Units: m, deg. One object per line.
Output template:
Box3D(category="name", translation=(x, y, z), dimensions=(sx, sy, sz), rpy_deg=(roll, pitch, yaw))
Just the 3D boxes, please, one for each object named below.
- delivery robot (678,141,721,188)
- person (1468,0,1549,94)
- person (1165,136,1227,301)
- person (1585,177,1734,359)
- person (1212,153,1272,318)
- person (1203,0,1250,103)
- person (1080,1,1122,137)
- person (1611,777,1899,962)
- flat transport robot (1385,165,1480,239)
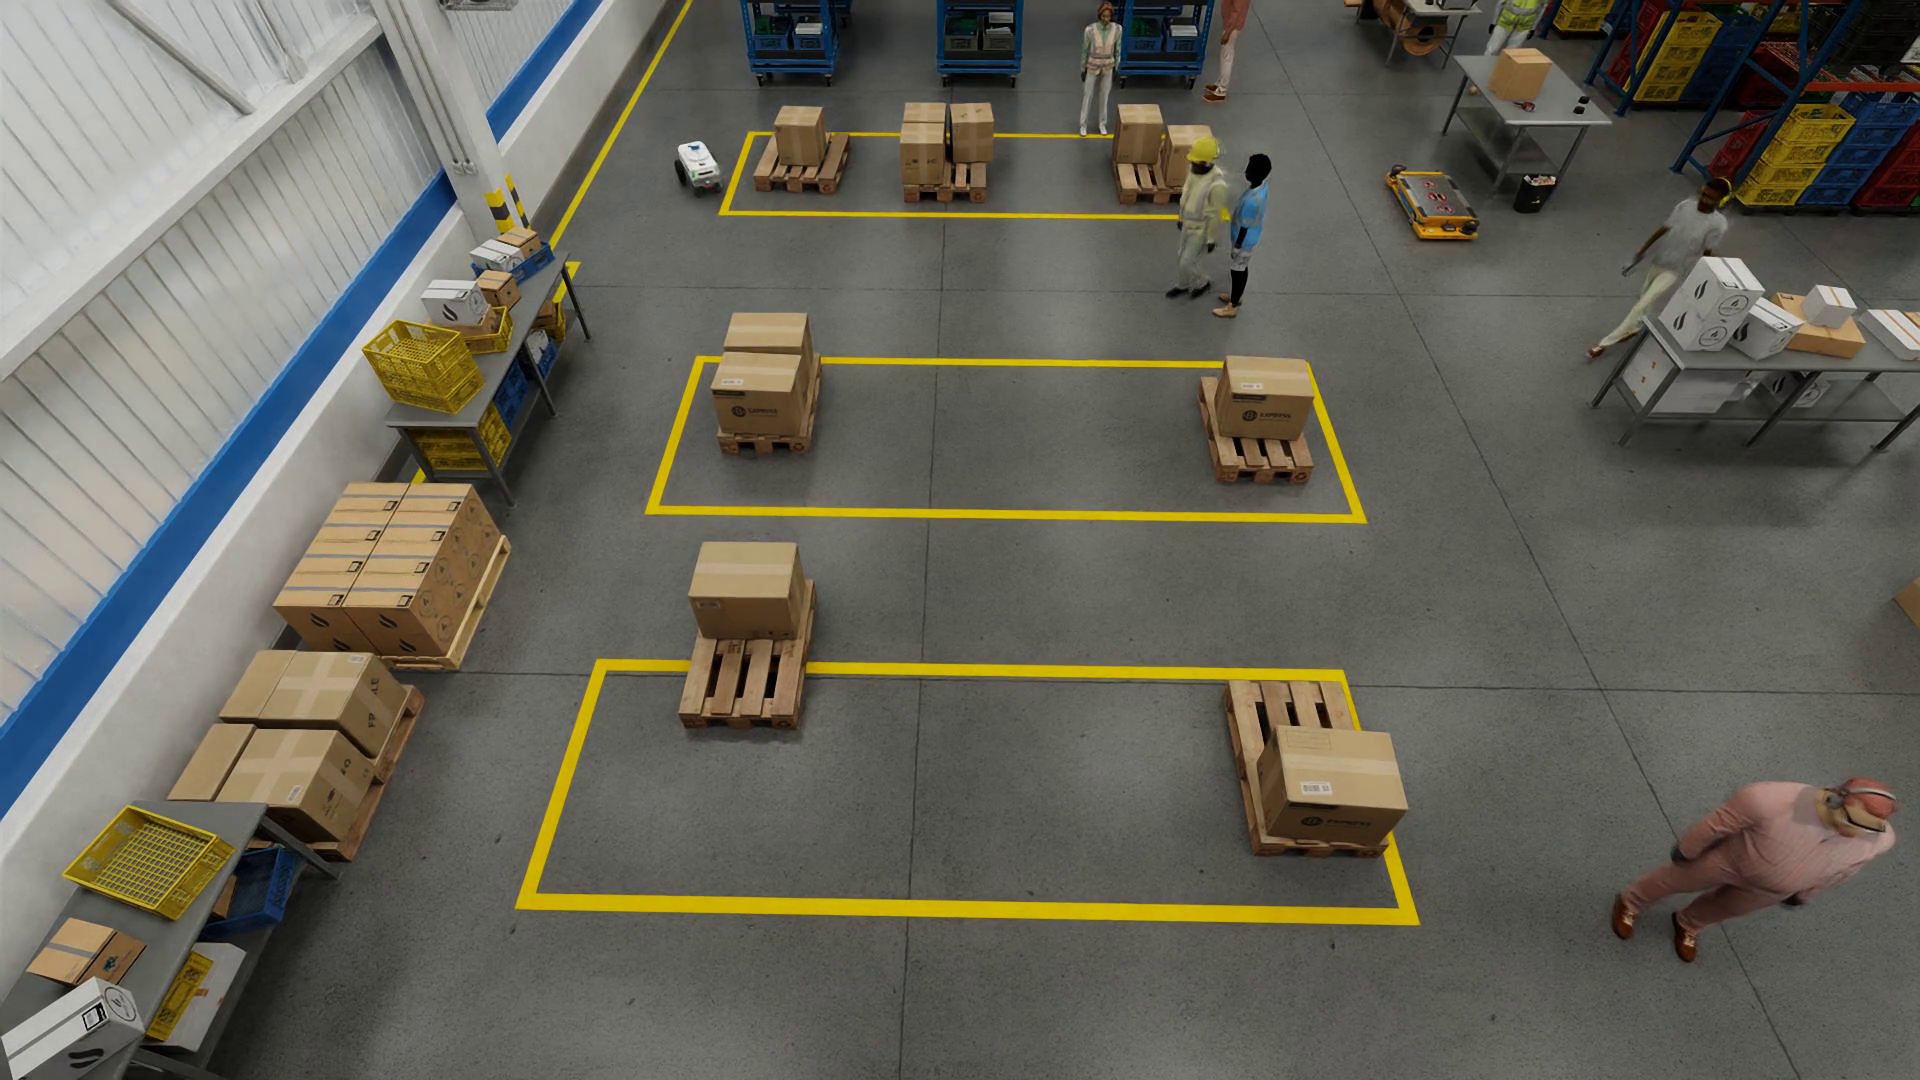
Box3D(category="delivery robot", translation=(-3.218, -4.645, 11.290), dimensions=(0.477, 0.478, 0.707), rpy_deg=(-20, 52, -16))
Box3D(category="person", translation=(7.650, -7.120, 12.646), dimensions=(0.627, 1.844, 0.429), rpy_deg=(15, 51, 12))
Box3D(category="person", translation=(2.375, -3.184, 9.263), dimensions=(0.460, 1.810, 0.644), rpy_deg=(-15, 51, -13))
Box3D(category="person", translation=(6.655, -2.563, 8.721), dimensions=(0.938, 1.840, 0.493), rpy_deg=(-14, 51, -12))
Box3D(category="person", translation=(2.855, -3.049, 9.220), dimensions=(0.320, 1.692, 0.532), rpy_deg=(19, 52, 16))
Box3D(category="person", translation=(3.687, -7.029, 12.477), dimensions=(0.402, 1.996, 0.622), rpy_deg=(13, 50, 11))
Box3D(category="person", translation=(1.809, -6.096, 11.898), dimensions=(0.504, 1.631, 0.311), rpy_deg=(-3, 49, -3))
Box3D(category="person", translation=(4.244, 1.764, 4.923), dimensions=(0.654, 1.900, 0.397), rpy_deg=(18, 52, 15))
Box3D(category="flat transport robot", translation=(5.692, -4.094, 11.059), dimensions=(0.652, 0.197, 1.431), rpy_deg=(1, 49, 1))
